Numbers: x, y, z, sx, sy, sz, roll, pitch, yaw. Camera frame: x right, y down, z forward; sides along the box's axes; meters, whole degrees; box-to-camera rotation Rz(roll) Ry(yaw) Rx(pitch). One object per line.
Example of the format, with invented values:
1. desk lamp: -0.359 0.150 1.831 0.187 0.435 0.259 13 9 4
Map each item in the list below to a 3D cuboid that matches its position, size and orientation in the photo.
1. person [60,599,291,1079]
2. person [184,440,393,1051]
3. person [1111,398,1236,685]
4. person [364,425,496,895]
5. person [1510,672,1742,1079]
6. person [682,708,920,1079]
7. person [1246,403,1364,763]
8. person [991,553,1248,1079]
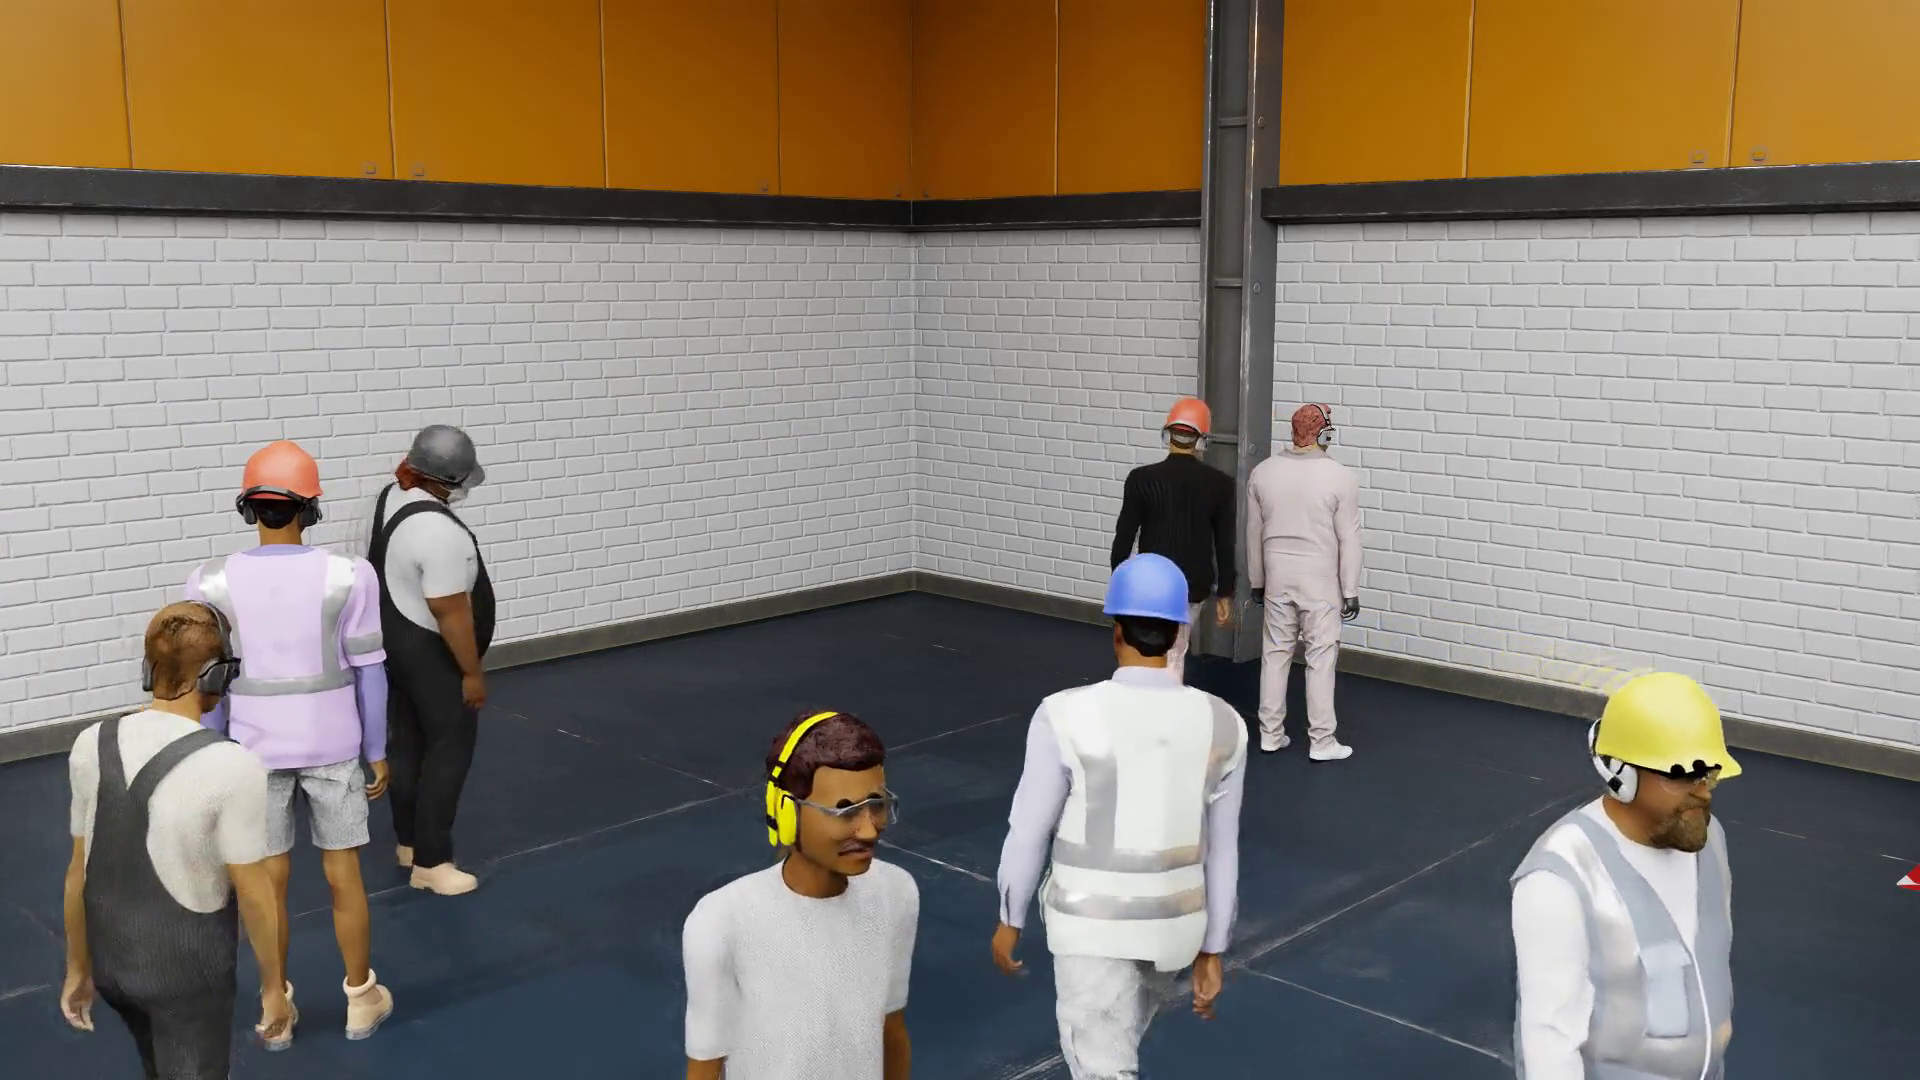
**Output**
1. person: -1.897 1.052 4.040 0.555 1.818 0.400 3 10 16
2. person: -2.228 0.688 5.582 0.609 2.044 0.394 -2 10 -13
3. person: 1.123 0.225 8.751 0.616 1.939 1.009 -2 10 -15
4. person: -2.265 0.437 7.134 0.534 2.000 0.796 -8 12 -42
5. person: 1.406 1.159 3.416 0.627 1.803 0.850 -5 11 -29
6. person: -0.323 1.194 3.056 0.544 1.856 0.543 -7 12 -38
7. person: 1.846 0.223 8.858 0.649 1.906 0.401 7 12 38
8. person: 0.461 0.992 4.195 0.613 1.896 0.990 -4 10 -24
